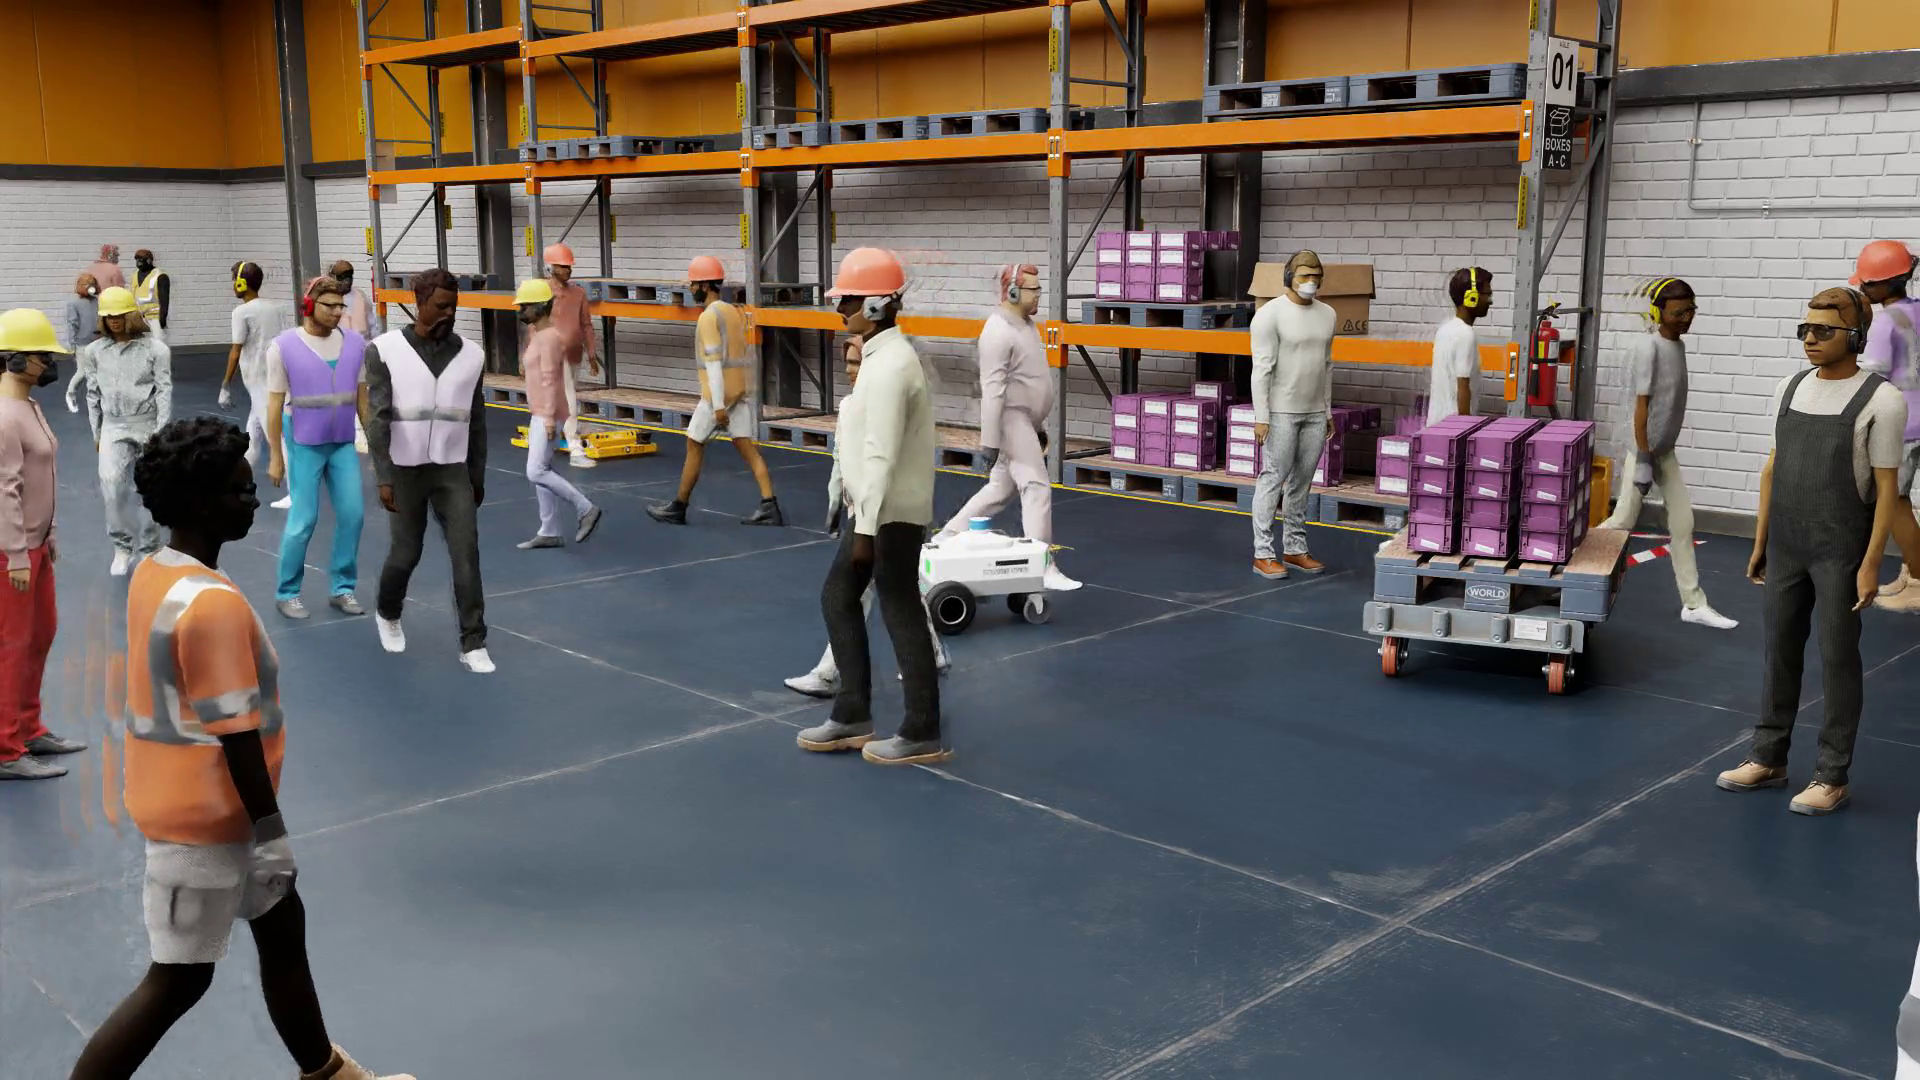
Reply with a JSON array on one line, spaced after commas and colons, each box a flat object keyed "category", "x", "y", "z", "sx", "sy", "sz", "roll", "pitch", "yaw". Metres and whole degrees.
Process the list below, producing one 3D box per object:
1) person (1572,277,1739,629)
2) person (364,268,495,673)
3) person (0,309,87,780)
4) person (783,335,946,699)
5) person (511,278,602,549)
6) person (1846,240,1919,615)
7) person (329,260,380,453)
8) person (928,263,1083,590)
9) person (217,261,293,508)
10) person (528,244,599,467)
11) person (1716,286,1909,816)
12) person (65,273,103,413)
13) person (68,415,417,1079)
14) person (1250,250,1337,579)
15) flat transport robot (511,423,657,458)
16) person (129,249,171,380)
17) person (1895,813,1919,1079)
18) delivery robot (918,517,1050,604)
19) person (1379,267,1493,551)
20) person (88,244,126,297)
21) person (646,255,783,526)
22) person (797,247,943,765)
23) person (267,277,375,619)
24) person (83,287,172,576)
[{"category": "person", "x": 3.608, "y": -0.472, "z": 8.756, "sx": 0.967, "sy": 1.820, "sz": 0.569, "roll": 10, "pitch": 14, "yaw": 43}, {"category": "person", "x": -2.513, "y": -0.337, "z": 7.867, "sx": 0.603, "sy": 1.887, "sz": 0.827, "roll": -8, "pitch": 13, "yaw": -36}, {"category": "person", "x": -3.490, "y": 0.019, "z": 6.246, "sx": 0.400, "sy": 1.756, "sz": 0.529, "roll": -4, "pitch": 11, "yaw": -20}, {"category": "person", "x": -0.399, "y": -0.109, "z": 7.348, "sx": 0.877, "sy": 1.588, "sz": 0.539, "roll": -7, "pitch": 12, "yaw": -32}, {"category": "person", "x": -2.622, "y": -0.795, "z": 10.666, "sx": 0.442, "sy": 1.750, "sz": 0.540, "roll": -4, "pitch": 11, "yaw": -22}, {"category": "person", "x": 5.012, "y": -0.593, "z": 8.890, "sx": 0.623, "sy": 1.995, "sz": 0.608, "roll": -9, "pitch": 14, "yaw": -40}, {"category": "person", "x": -5.819, "y": -1.746, "z": 15.747, "sx": 0.939, "sy": 1.805, "sz": 0.634, "roll": 8, "pitch": 13, "yaw": 36}, {"category": "person", "x": 0.251, "y": -0.655, "z": 9.586, "sx": 0.904, "sy": 1.873, "sz": 0.635, "roll": 2, "pitch": 11, "yaw": 12}, {"category": "person", "x": -5.286, "y": -1.145, "z": 12.374, "sx": 0.946, "sy": 1.825, "sz": 0.581, "roll": 2, "pitch": 11, "yaw": 8}, {"category": "person", "x": -3.566, "y": -1.645, "z": 14.768, "sx": 0.970, "sy": 1.960, "sz": 0.621, "roll": 7, "pitch": 13, "yaw": 35}, {"category": "person", "x": 3.016, "y": 0.040, "z": 5.858, "sx": 0.346, "sy": 1.847, "sz": 0.505, "roll": -5, "pitch": 12, "yaw": -27}, {"category": "person", "x": -9.878, "y": -2.218, "z": 18.829, "sx": 0.765, "sy": 1.607, "sz": 0.510, "roll": 6, "pitch": 12, "yaw": 30}, {"category": "person", "x": -1.624, "y": 0.567, "z": 3.490, "sx": 0.843, "sy": 1.661, "sz": 0.537, "roll": -7, "pitch": 12, "yaw": -33}, {"category": "person", "x": 1.983, "y": -0.744, "z": 9.884, "sx": 0.635, "sy": 1.936, "sz": 0.351, "roll": -7, "pitch": 12, "yaw": -33}, {"category": "flat transport robot", "x": -3.533, "y": -0.952, "z": 15.566, "sx": 1.431, "sy": 0.197, "sz": 0.652, "roll": 10, "pitch": 14, "yaw": 42}, {"category": "person", "x": -11.168, "y": -3.047, "z": 22.754, "sx": 0.654, "sy": 1.819, "sz": 0.756, "roll": 3, "pitch": 11, "yaw": 15}, {"category": "person", "x": 1.153, "y": 0.789, "z": 1.553, "sx": 0.543, "sy": 1.930, "sz": 0.380, "roll": 0, "pitch": 10, "yaw": 0}, {"category": "delivery robot", "x": 0.100, "y": 0.124, "z": 8.668, "sx": 0.707, "sy": 0.478, "sz": 0.477, "roll": -4, "pitch": 11, "yaw": -19}, {"category": "person", "x": 2.709, "y": -0.584, "z": 9.264, "sx": 0.591, "sy": 1.853, "sz": 0.532, "roll": 1, "pitch": 10, "yaw": 4}, {"category": "person", "x": -12.171, "y": -3.265, "z": 23.775, "sx": 0.735, "sy": 1.889, "sz": 0.504, "roll": 5, "pitch": 12, "yaw": 26}, {"category": "person", "x": -1.686, "y": -1.020, "z": 11.554, "sx": 0.984, "sy": 1.889, "sz": 0.553, "roll": 3, "pitch": 11, "yaw": 17}, {"category": "person", "x": -0.386, "y": -0.102, "z": 6.268, "sx": 0.718, "sy": 1.971, "sz": 0.655, "roll": -1, "pitch": 10, "yaw": -5}, {"category": "person", "x": -3.393, "y": -0.483, "z": 8.843, "sx": 0.529, "sy": 1.812, "sz": 0.594, "roll": 7, "pitch": 12, "yaw": 33}, {"category": "person", "x": -4.923, "y": -0.637, "z": 9.899, "sx": 0.486, "sy": 1.722, "sz": 0.470, "roll": -3, "pitch": 11, "yaw": -16}]
